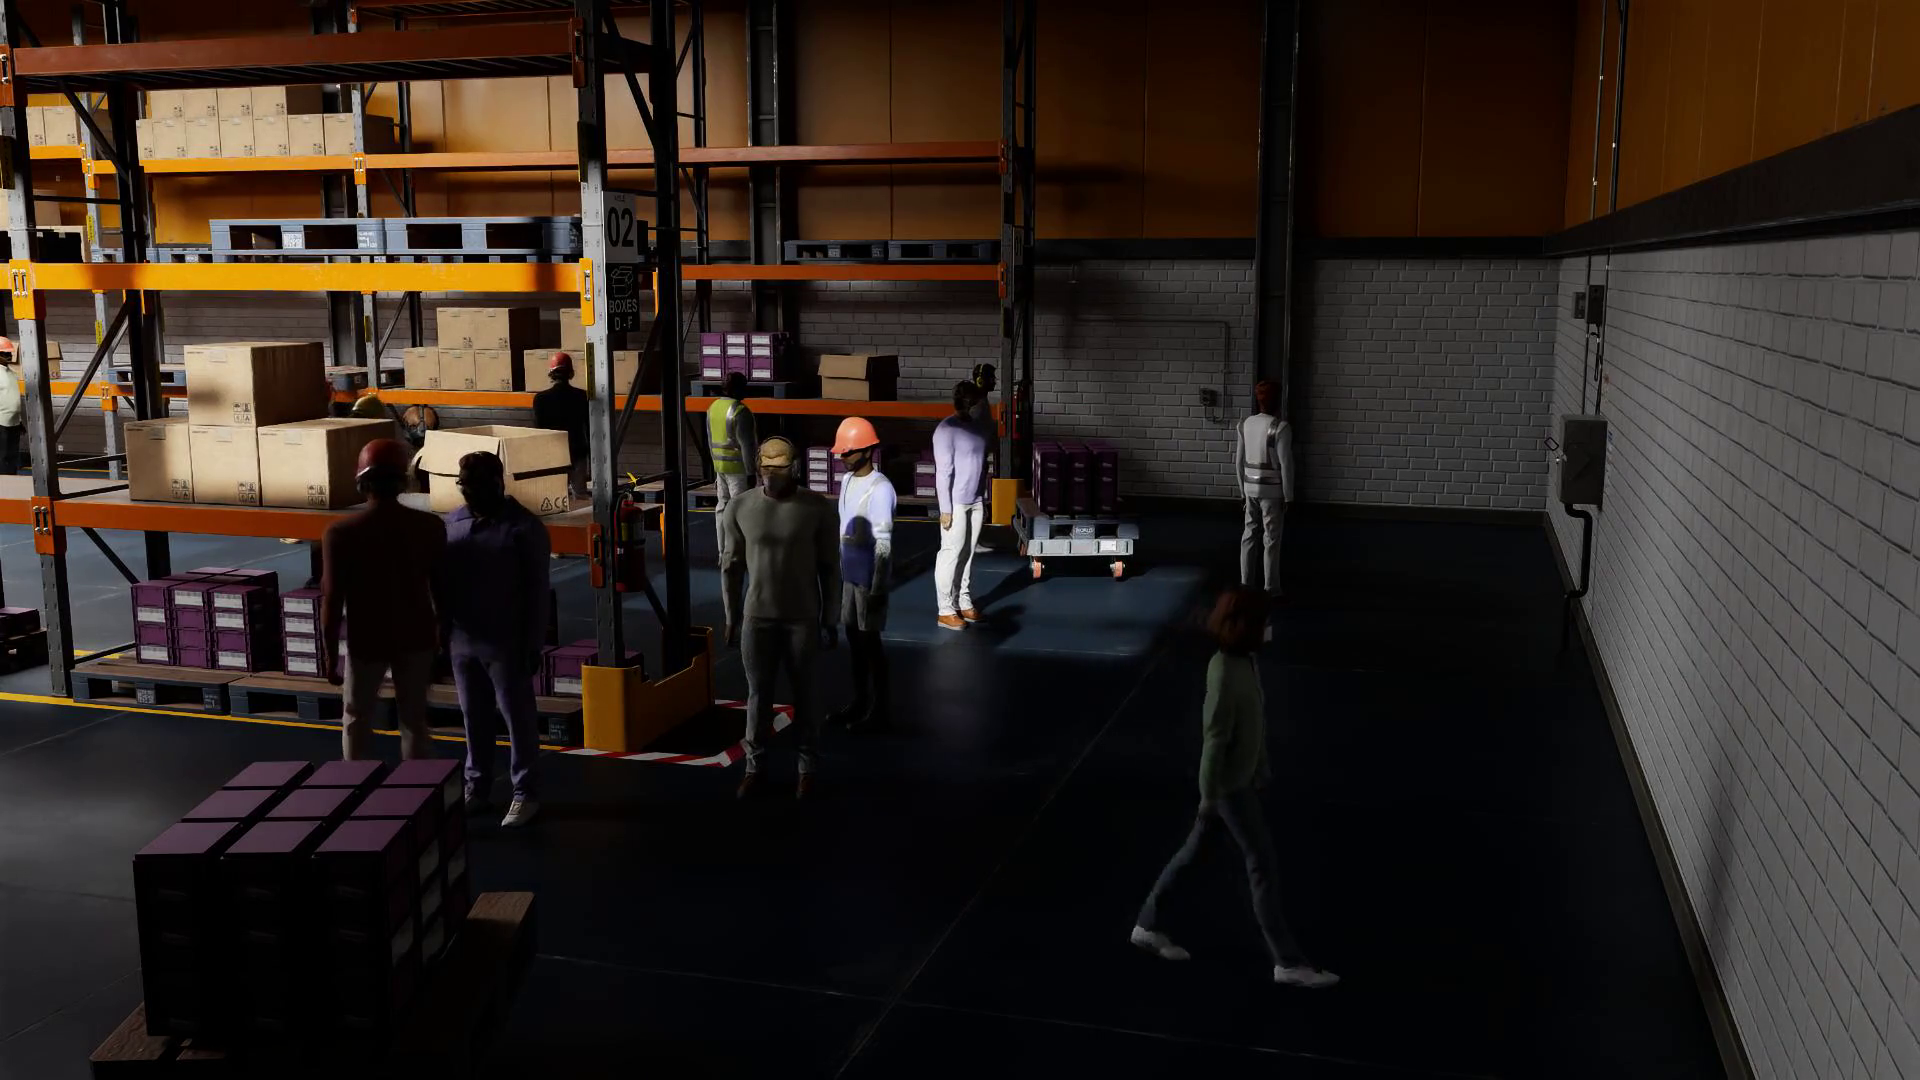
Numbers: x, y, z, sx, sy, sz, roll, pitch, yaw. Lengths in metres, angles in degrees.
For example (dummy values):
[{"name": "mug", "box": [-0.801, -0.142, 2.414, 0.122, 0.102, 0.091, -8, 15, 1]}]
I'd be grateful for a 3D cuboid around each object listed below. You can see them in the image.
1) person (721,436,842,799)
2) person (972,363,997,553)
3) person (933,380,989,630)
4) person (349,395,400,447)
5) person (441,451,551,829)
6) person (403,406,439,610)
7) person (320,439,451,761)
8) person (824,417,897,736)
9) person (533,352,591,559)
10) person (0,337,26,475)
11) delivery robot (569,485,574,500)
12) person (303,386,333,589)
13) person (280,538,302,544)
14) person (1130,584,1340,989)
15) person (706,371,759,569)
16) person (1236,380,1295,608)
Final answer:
[{"name": "person", "box": [-0.942, 0.411, 8.787, 0.635, 1.936, 0.353, 1, 9, 4]}, {"name": "person", "box": [0.212, -0.810, 16.438, 0.317, 1.870, 0.523, 1, 9, 7]}, {"name": "person", "box": [0.022, -0.281, 13.001, 0.372, 1.939, 0.629, 6, 11, 32]}, {"name": "person", "box": [-4.736, -0.248, 13.257, 0.613, 1.784, 0.777, -2, 10, -11]}, {"name": "person", "box": [-2.372, 0.497, 8.376, 0.638, 1.902, 0.406, 4, 10, 23]}, {"name": "person", "box": [-3.780, -0.045, 11.907, 0.430, 1.835, 0.621, -3, 10, -15]}, {"name": "person", "box": [-2.864, 0.479, 8.281, 0.650, 1.973, 0.657, -5, 11, -30]}, {"name": "person", "box": [-0.600, 0.217, 10.024, 0.380, 1.926, 0.544, -5, 11, -29]}, {"name": "person", "box": [-3.828, -0.818, 16.104, 0.623, 1.992, 0.396, -6, 11, -30]}, {"name": "person", "box": [-11.264, -1.399, 19.640, 0.379, 1.996, 0.610, 0, 9, 0]}, {"name": "delivery robot", "box": [-4.514, -0.503, 18.275, 0.707, 0.478, 0.477, 5, 11, 29]}, {"name": "person", "box": [-5.331, -0.441, 14.077, 0.824, 1.913, 0.553, -8, 13, -42]}, {"name": "person", "box": [-6.806, -0.890, 17.013, 0.429, 1.842, 0.629, 3, 10, 20]}, {"name": "person", "box": [1.065, 0.947, 6.573, 0.846, 1.590, 0.513, 3, 10, 17]}, {"name": "person", "box": [-2.091, -0.651, 15.554, 0.429, 1.845, 0.621, -8, 12, -41]}, {"name": "person", "box": [2.539, -0.380, 13.778, 0.355, 1.883, 0.574, -7, 12, -38]}]
